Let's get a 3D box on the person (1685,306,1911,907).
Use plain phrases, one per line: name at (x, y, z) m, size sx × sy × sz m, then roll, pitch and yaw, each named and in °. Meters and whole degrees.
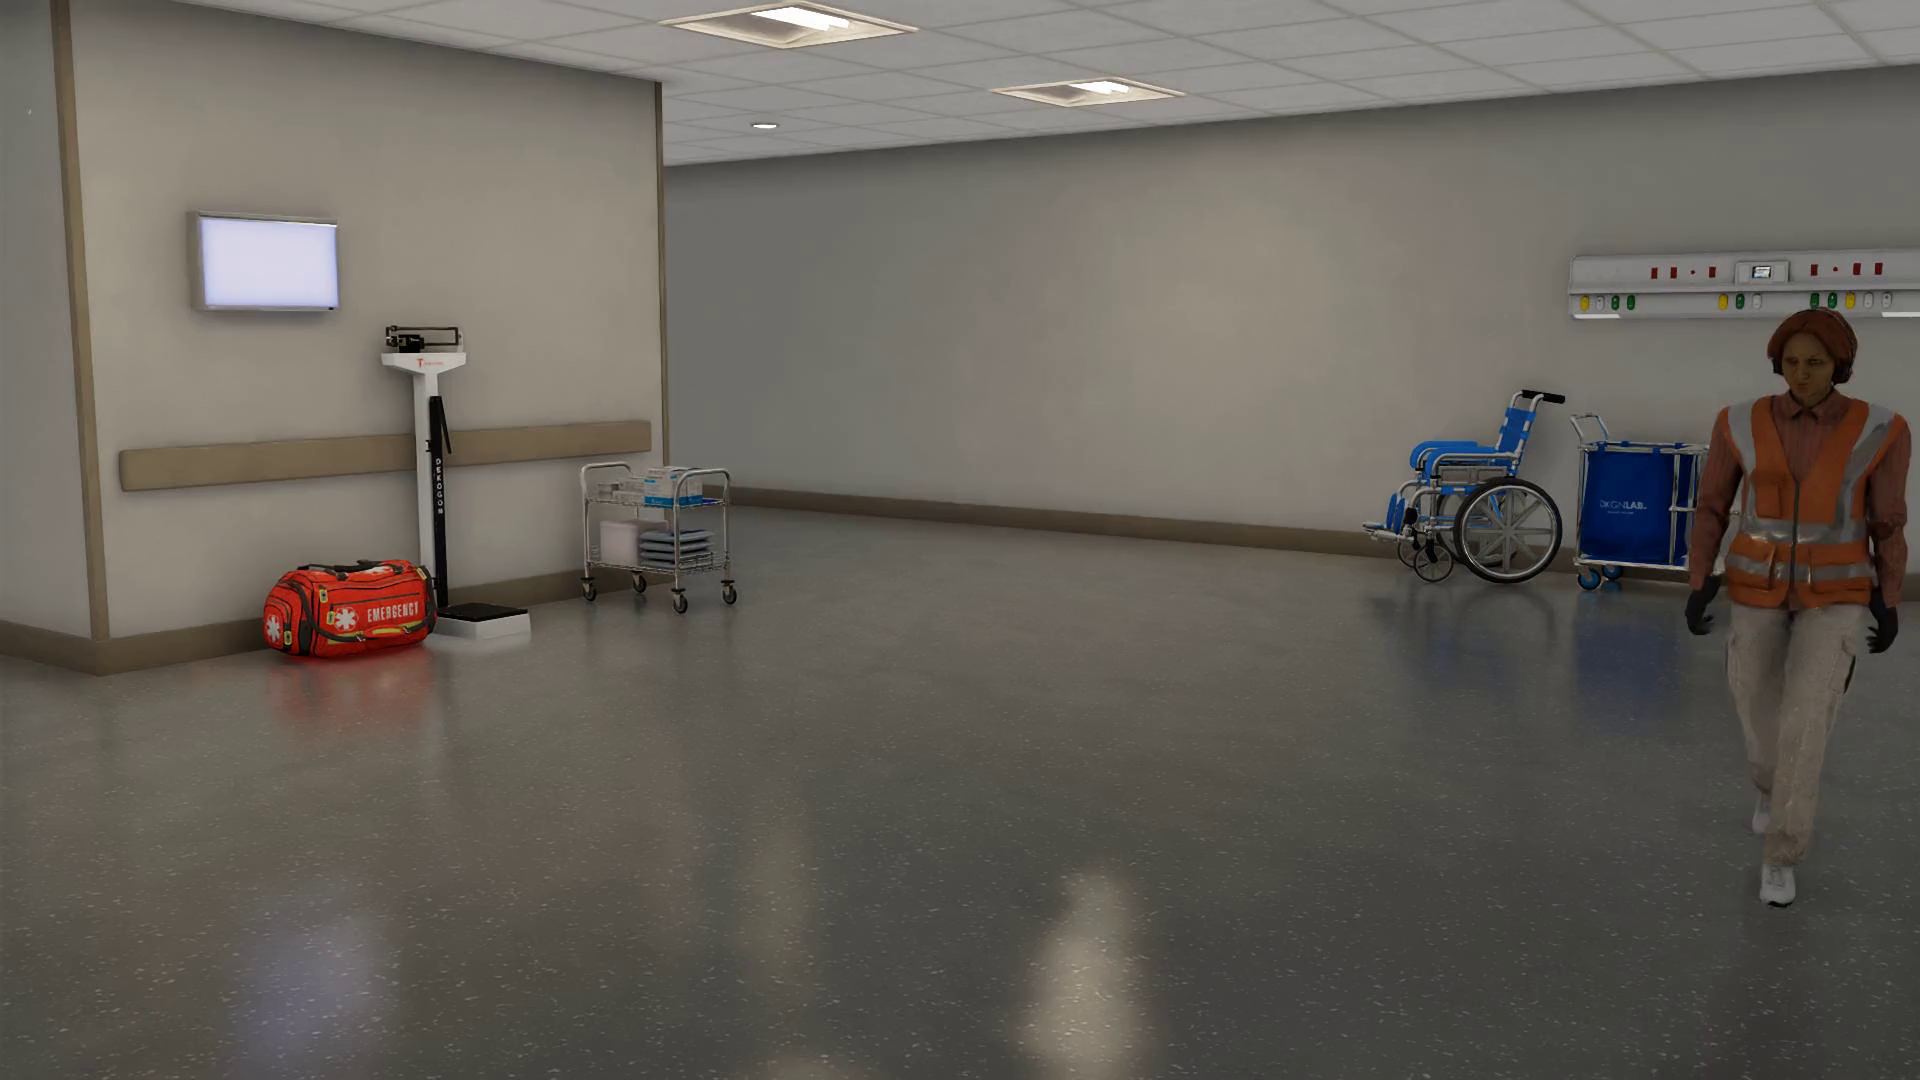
person at (2.361, 0.150, 4.690) m, size 0.533 × 1.610 × 0.770 m, roll 5°, pitch 9°, yaw 36°
